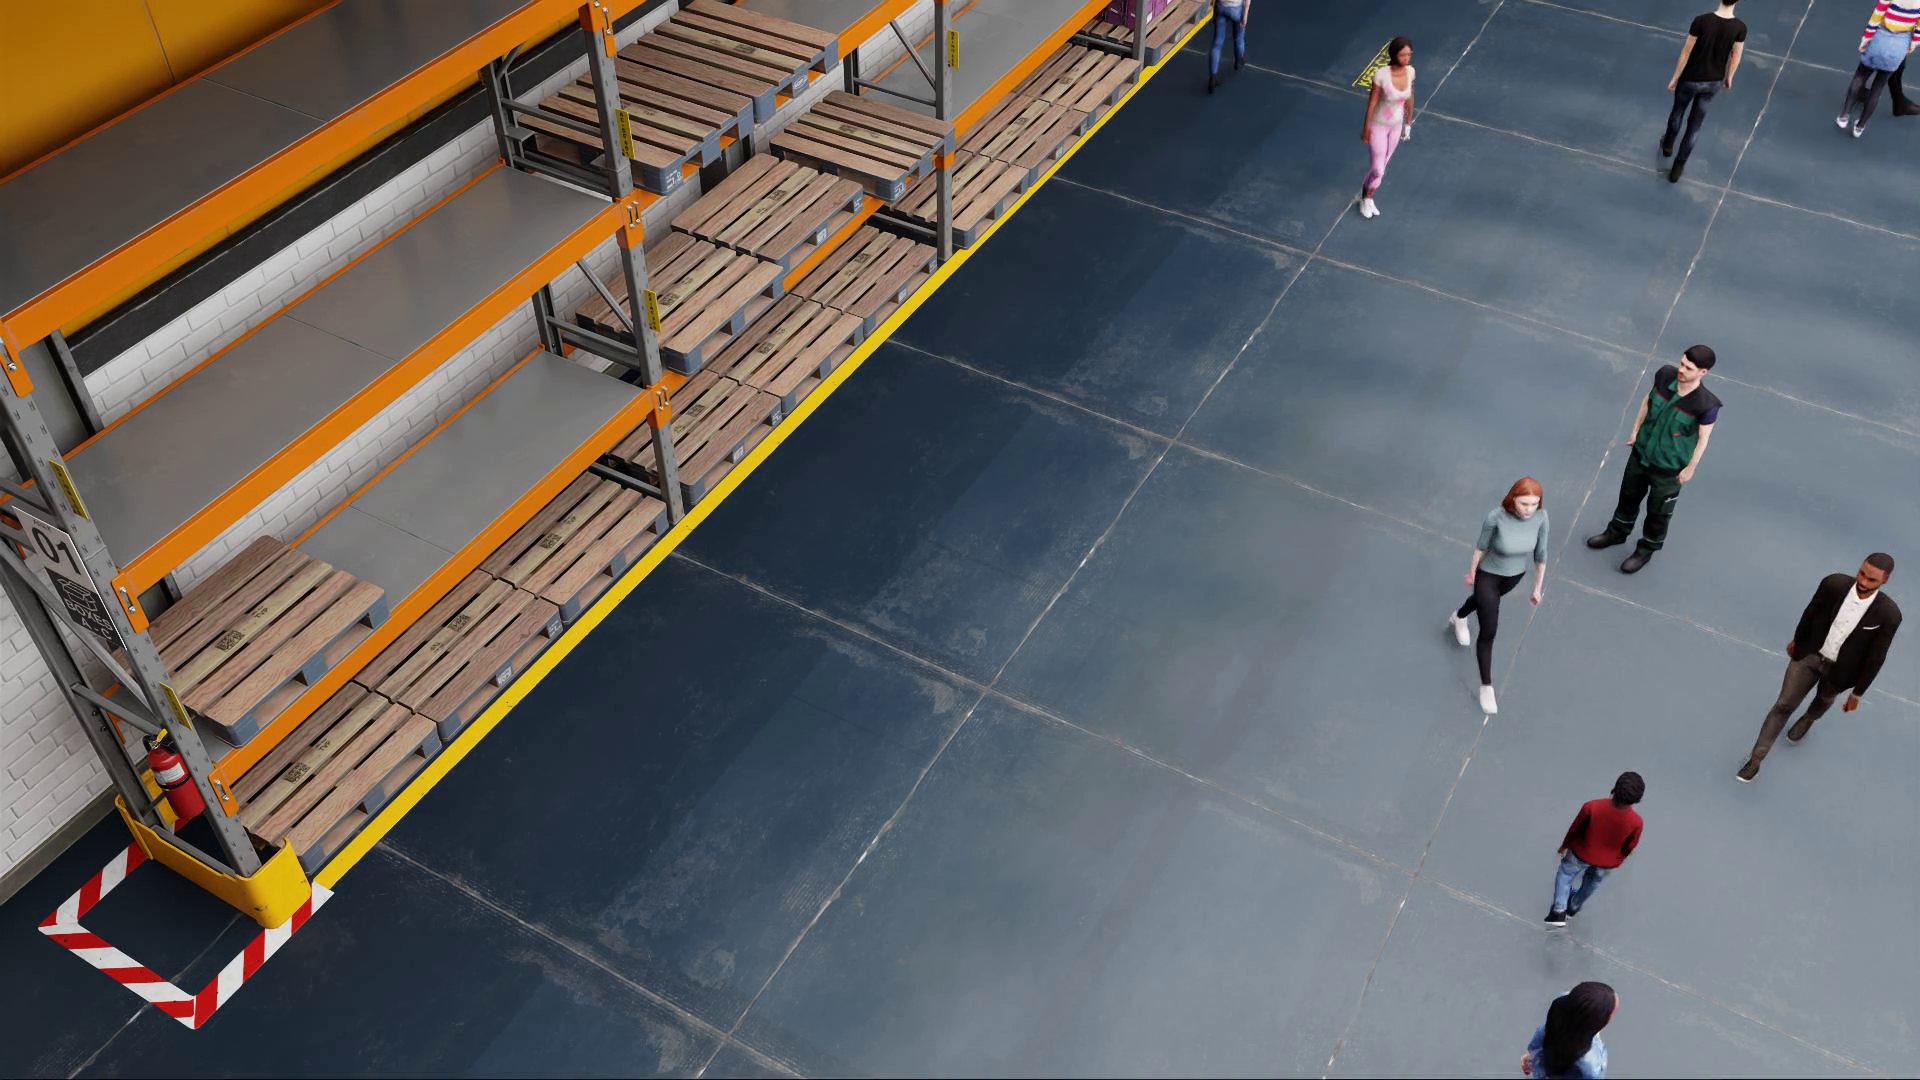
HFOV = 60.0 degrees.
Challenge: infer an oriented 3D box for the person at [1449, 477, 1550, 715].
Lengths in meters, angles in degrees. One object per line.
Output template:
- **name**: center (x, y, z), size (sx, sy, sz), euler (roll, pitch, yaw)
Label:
- **person**: center (3.503, 0.201, 10.870), size (1.021, 1.692, 1.211), euler (-3, 44, -3)

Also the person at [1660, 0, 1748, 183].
- **person**: center (6.836, -4.194, 15.355), size (0.796, 1.869, 1.018), euler (15, 46, 15)

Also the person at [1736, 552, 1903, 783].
- **person**: center (5.407, 0.724, 10.280), size (1.233, 1.749, 0.890), euler (-35, 53, -31)

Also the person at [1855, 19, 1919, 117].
- **person**: center (9.181, -5.060, 16.353), size (0.693, 1.748, 0.852), euler (22, 48, 22)

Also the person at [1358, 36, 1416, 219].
- **person**: center (3.784, -3.746, 14.983), size (0.700, 1.734, 0.774), euler (-15, 46, -15)

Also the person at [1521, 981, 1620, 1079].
- **person**: center (2.842, 2.723, 8.241), size (1.009, 1.667, 1.187), euler (3, 44, 3)

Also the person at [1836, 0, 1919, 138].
- **person**: center (8.888, -4.679, 15.914), size (0.685, 1.801, 0.597), euler (15, 46, 15)

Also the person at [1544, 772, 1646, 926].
- **person**: center (3.628, 1.820, 9.496), size (0.588, 1.244, 0.687), euler (11, 45, 11)

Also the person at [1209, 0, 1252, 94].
- **person**: center (2.672, -5.265, 16.677), size (0.646, 1.597, 0.973), euler (19, 47, 19)

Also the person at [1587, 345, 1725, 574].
- **person**: center (4.877, -0.586, 11.546), size (0.746, 1.899, 0.763), euler (-24, 48, -23)
